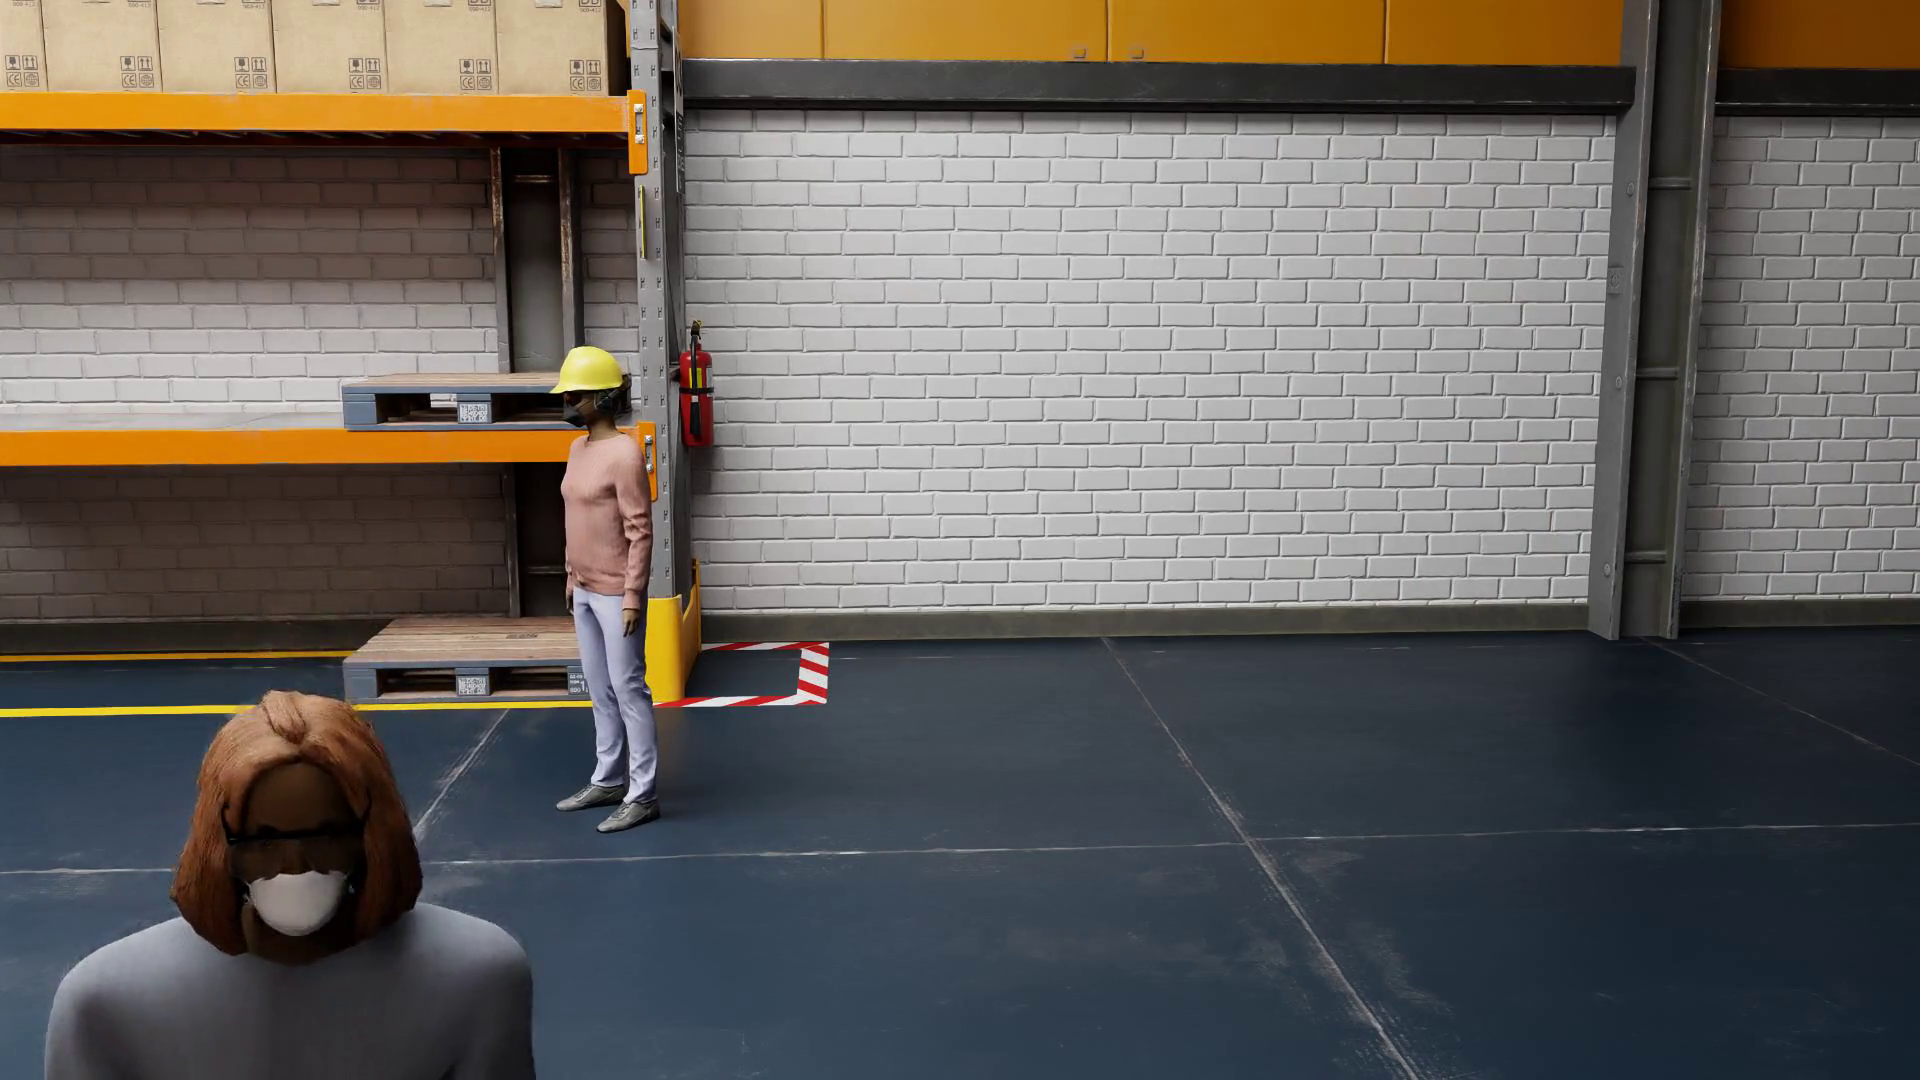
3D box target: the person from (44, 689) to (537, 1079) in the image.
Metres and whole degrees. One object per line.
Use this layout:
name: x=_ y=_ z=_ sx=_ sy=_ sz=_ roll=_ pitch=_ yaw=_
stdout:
person: x=-0.721 y=0.947 z=1.843 sx=0.515 sy=1.587 sz=0.870 roll=-2 pitch=9 yaw=-13

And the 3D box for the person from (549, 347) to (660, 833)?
person: x=-1.314 y=0.180 z=6.086 sx=0.316 sy=1.767 sz=0.535 roll=-7 pitch=11 yaw=-38
